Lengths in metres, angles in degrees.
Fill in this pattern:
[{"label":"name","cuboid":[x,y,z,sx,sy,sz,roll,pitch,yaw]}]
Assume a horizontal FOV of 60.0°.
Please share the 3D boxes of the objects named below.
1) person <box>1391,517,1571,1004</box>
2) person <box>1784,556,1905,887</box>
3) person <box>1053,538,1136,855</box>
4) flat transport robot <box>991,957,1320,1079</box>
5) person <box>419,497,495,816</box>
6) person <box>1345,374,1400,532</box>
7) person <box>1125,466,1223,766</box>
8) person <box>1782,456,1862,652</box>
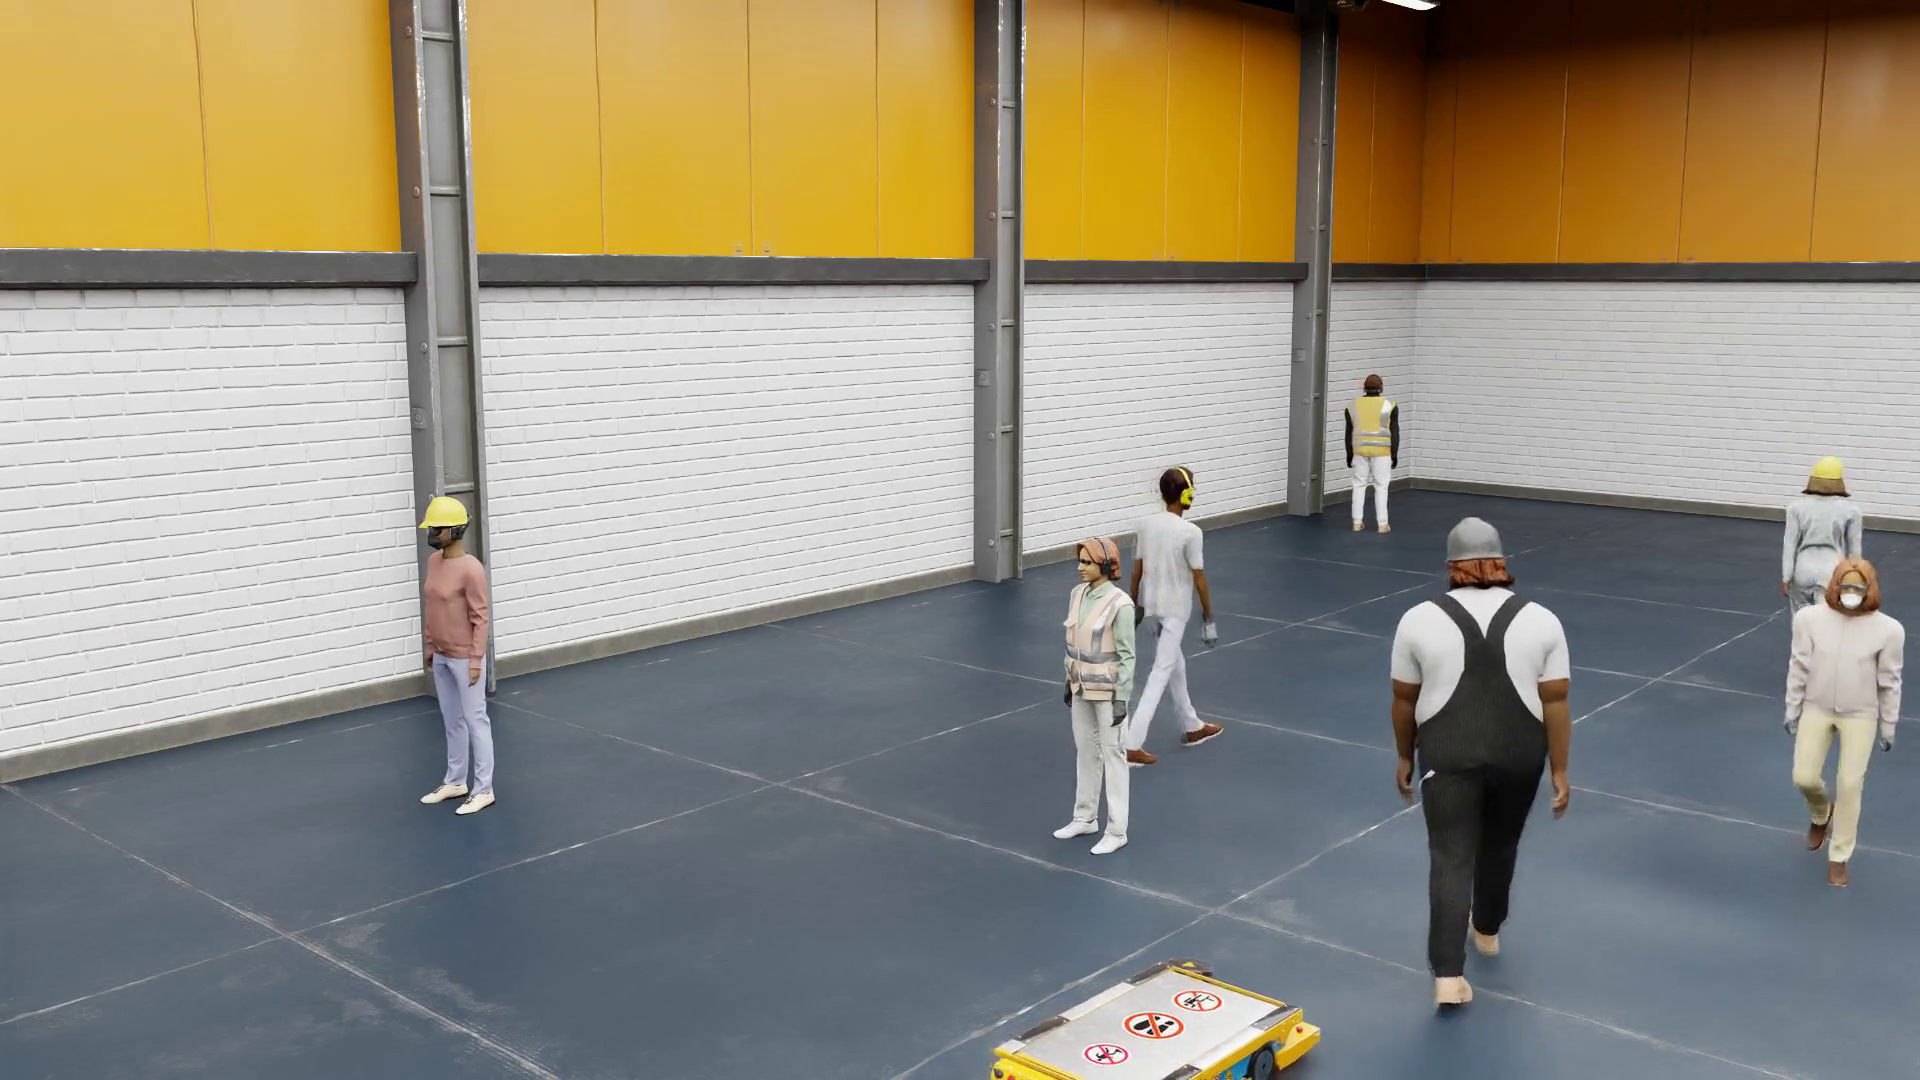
[{"label":"person","cuboid":[2.166,0.860,6.958,0.718,2.000,1.037,2,9,11]},{"label":"person","cuboid":[4.349,0.869,8.203,0.506,1.616,0.416,6,11,33]},{"label":"person","cuboid":[0.714,0.795,8.619,0.307,1.640,0.520,-6,11,-32]},{"label":"flat transport robot","cuboid":[0.663,1.886,6.053,0.652,0.197,1.431,8,12,41]},{"label":"person","cuboid":[-2.807,0.636,9.225,0.523,1.769,0.317,8,12,41]},{"label":"person","cuboid":[4.780,-1.006,19.301,0.626,1.842,0.429,5,10,27]},{"label":"person","cuboid":[1.301,0.453,10.224,1.000,1.817,0.552,-7,11,-37]},{"label":"person","cuboid":[6.127,0.255,11.844,0.498,1.697,0.904,5,10,27]}]
